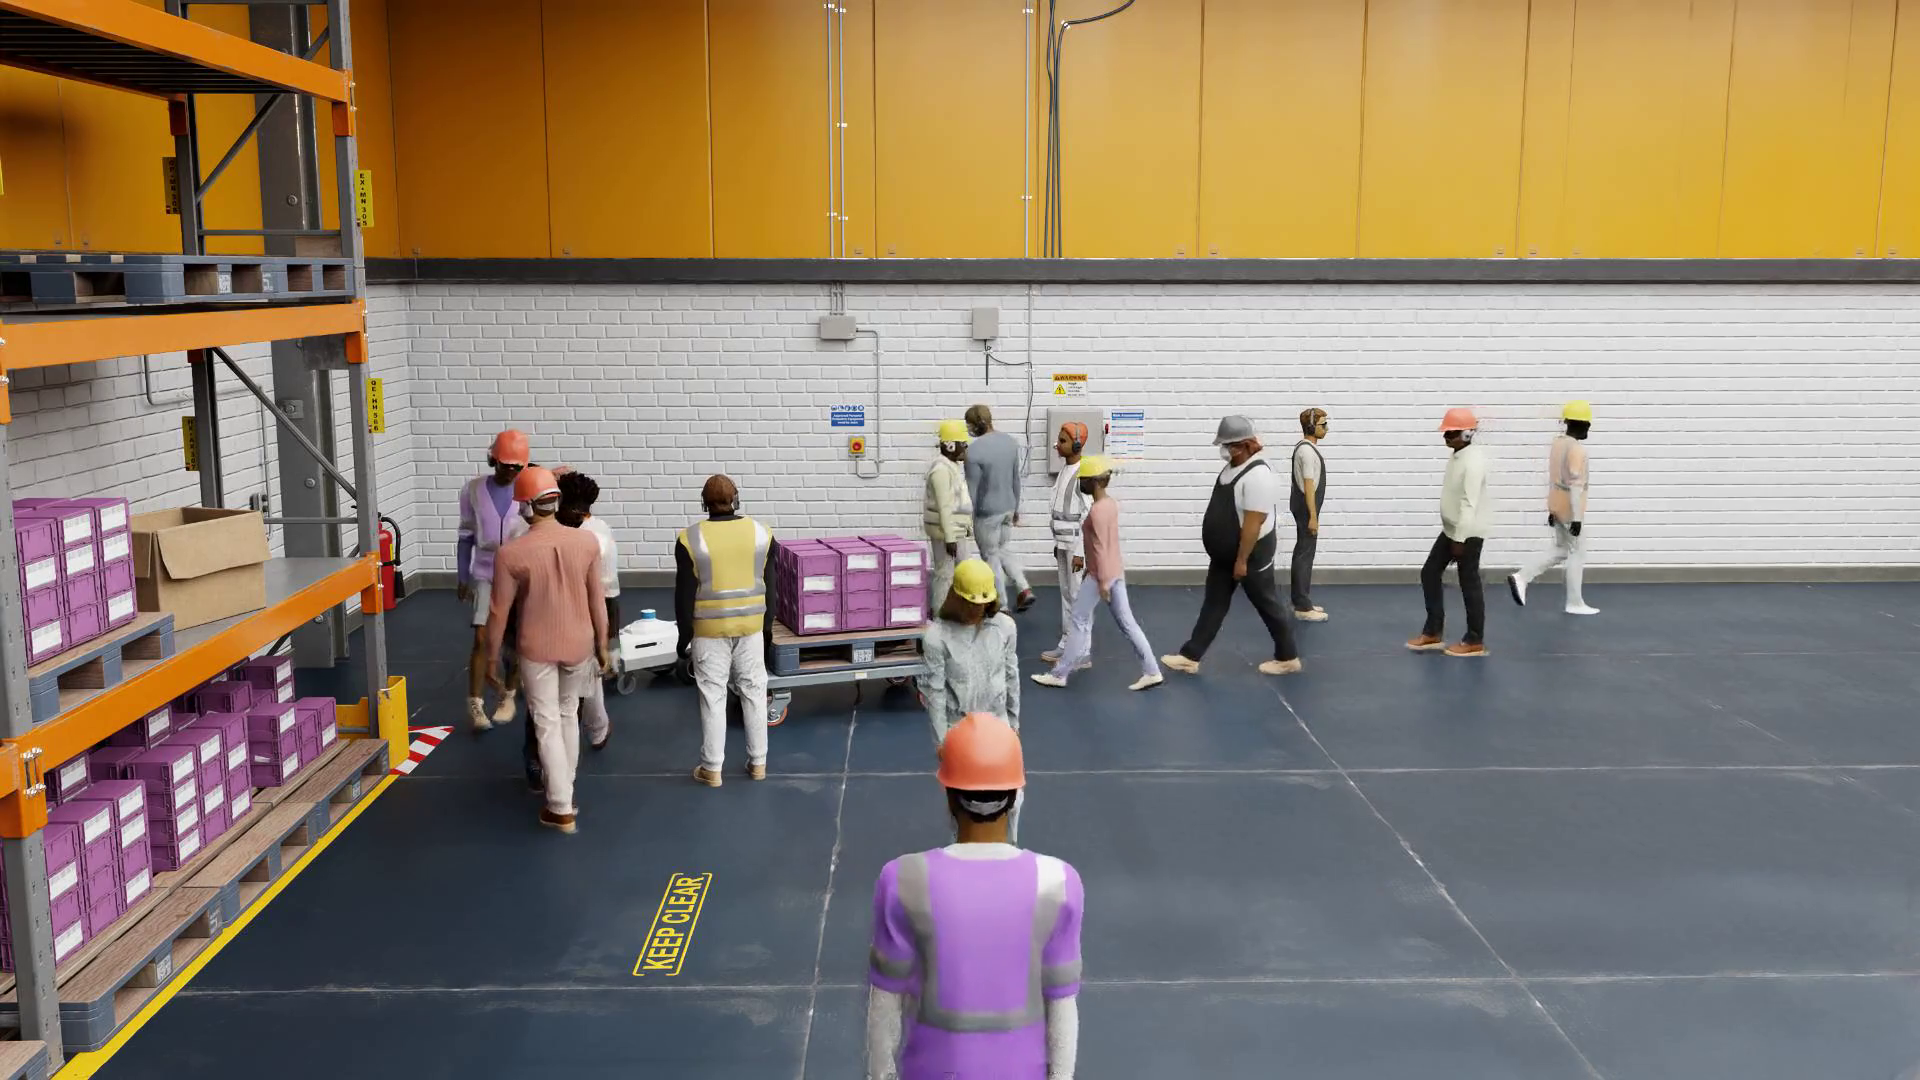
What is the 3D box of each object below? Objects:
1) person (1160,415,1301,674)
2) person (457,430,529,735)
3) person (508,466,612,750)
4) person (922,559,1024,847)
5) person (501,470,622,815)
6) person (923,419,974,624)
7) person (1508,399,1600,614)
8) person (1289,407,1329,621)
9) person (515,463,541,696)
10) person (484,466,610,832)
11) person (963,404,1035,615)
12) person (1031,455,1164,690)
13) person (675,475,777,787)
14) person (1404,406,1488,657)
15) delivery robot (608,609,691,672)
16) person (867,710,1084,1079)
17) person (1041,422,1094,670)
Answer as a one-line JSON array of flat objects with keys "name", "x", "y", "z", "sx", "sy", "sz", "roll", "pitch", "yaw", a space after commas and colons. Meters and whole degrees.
[{"name": "person", "x": 2.083, "y": 0.018, "z": 12.317, "sx": 1.058, "sy": 2.000, "sz": 0.692, "roll": -2, "pitch": 9, "yaw": -12}, {"name": "person", "x": -2.995, "y": 0.279, "z": 10.880, "sx": 0.652, "sy": 1.987, "sz": 0.799, "roll": -1, "pitch": 9, "yaw": -7}, {"name": "person", "x": -2.406, "y": 0.479, "z": 10.093, "sx": 0.653, "sy": 1.845, "sz": 1.027, "roll": 0, "pitch": 9, "yaw": -2}, {"name": "person", "x": 0.066, "y": 0.910, "z": 7.835, "sx": 0.501, "sy": 1.712, "sz": 0.466, "roll": -3, "pitch": 10, "yaw": -18}, {"name": "person", "x": -2.239, "y": 0.564, "z": 9.326, "sx": 0.655, "sy": 1.930, "sz": 0.515, "roll": -4, "pitch": 10, "yaw": -24}, {"name": "person", "x": -0.088, "y": -0.080, "z": 13.589, "sx": 0.419, "sy": 1.816, "sz": 0.606, "roll": 2, "pitch": 9, "yaw": 11}, {"name": "person", "x": 5.262, "y": -0.284, "z": 14.580, "sx": 0.707, "sy": 1.908, "sz": 0.591, "roll": 0, "pitch": 9, "yaw": 2}, {"name": "person", "x": 3.030, "y": -0.226, "z": 14.406, "sx": 0.345, "sy": 1.846, "sz": 0.508, "roll": 1, "pitch": 9, "yaw": 6}, {"name": "person", "x": -3.129, "y": 0.277, "z": 11.958, "sx": 0.544, "sy": 1.660, "sz": 0.754, "roll": -4, "pitch": 10, "yaw": -23}, {"name": "person", "x": -2.307, "y": 0.575, "z": 9.077, "sx": 0.652, "sy": 1.974, "sz": 0.725, "roll": -8, "pitch": 12, "yaw": -40}, {"name": "person", "x": 0.290, "y": -0.221, "z": 14.238, "sx": 0.475, "sy": 1.895, "sz": 0.664, "roll": 7, "pitch": 12, "yaw": 38}, {"name": "person", "x": 1.034, "y": 0.246, "z": 11.943, "sx": 0.944, "sy": 1.713, "sz": 0.508, "roll": 4, "pitch": 10, "yaw": 22}, {"name": "person", "x": -1.382, "y": 0.530, "z": 9.799, "sx": 0.619, "sy": 1.839, "sz": 0.430, "roll": -4, "pitch": 10, "yaw": -25}, {"name": "person", "x": 3.796, "y": -0.054, "z": 12.951, "sx": 0.737, "sy": 1.967, "sz": 0.660, "roll": 0, "pitch": 9, "yaw": -1}, {"name": "delivery robot", "x": -2.260, "y": 0.749, "z": 12.091, "sx": 0.707, "sy": 0.478, "sz": 0.477, "roll": -8, "pitch": 12, "yaw": -40}, {"name": "person", "x": 0.042, "y": 1.399, "z": 4.281, "sx": 0.554, "sy": 1.909, "sz": 0.885, "roll": -1, "pitch": 9, "yaw": -5}, {"name": "person", "x": 0.845, "y": 0.040, "z": 12.662, "sx": 0.355, "sy": 1.885, "sz": 0.575, "roll": -2, "pitch": 10, "yaw": -15}]
